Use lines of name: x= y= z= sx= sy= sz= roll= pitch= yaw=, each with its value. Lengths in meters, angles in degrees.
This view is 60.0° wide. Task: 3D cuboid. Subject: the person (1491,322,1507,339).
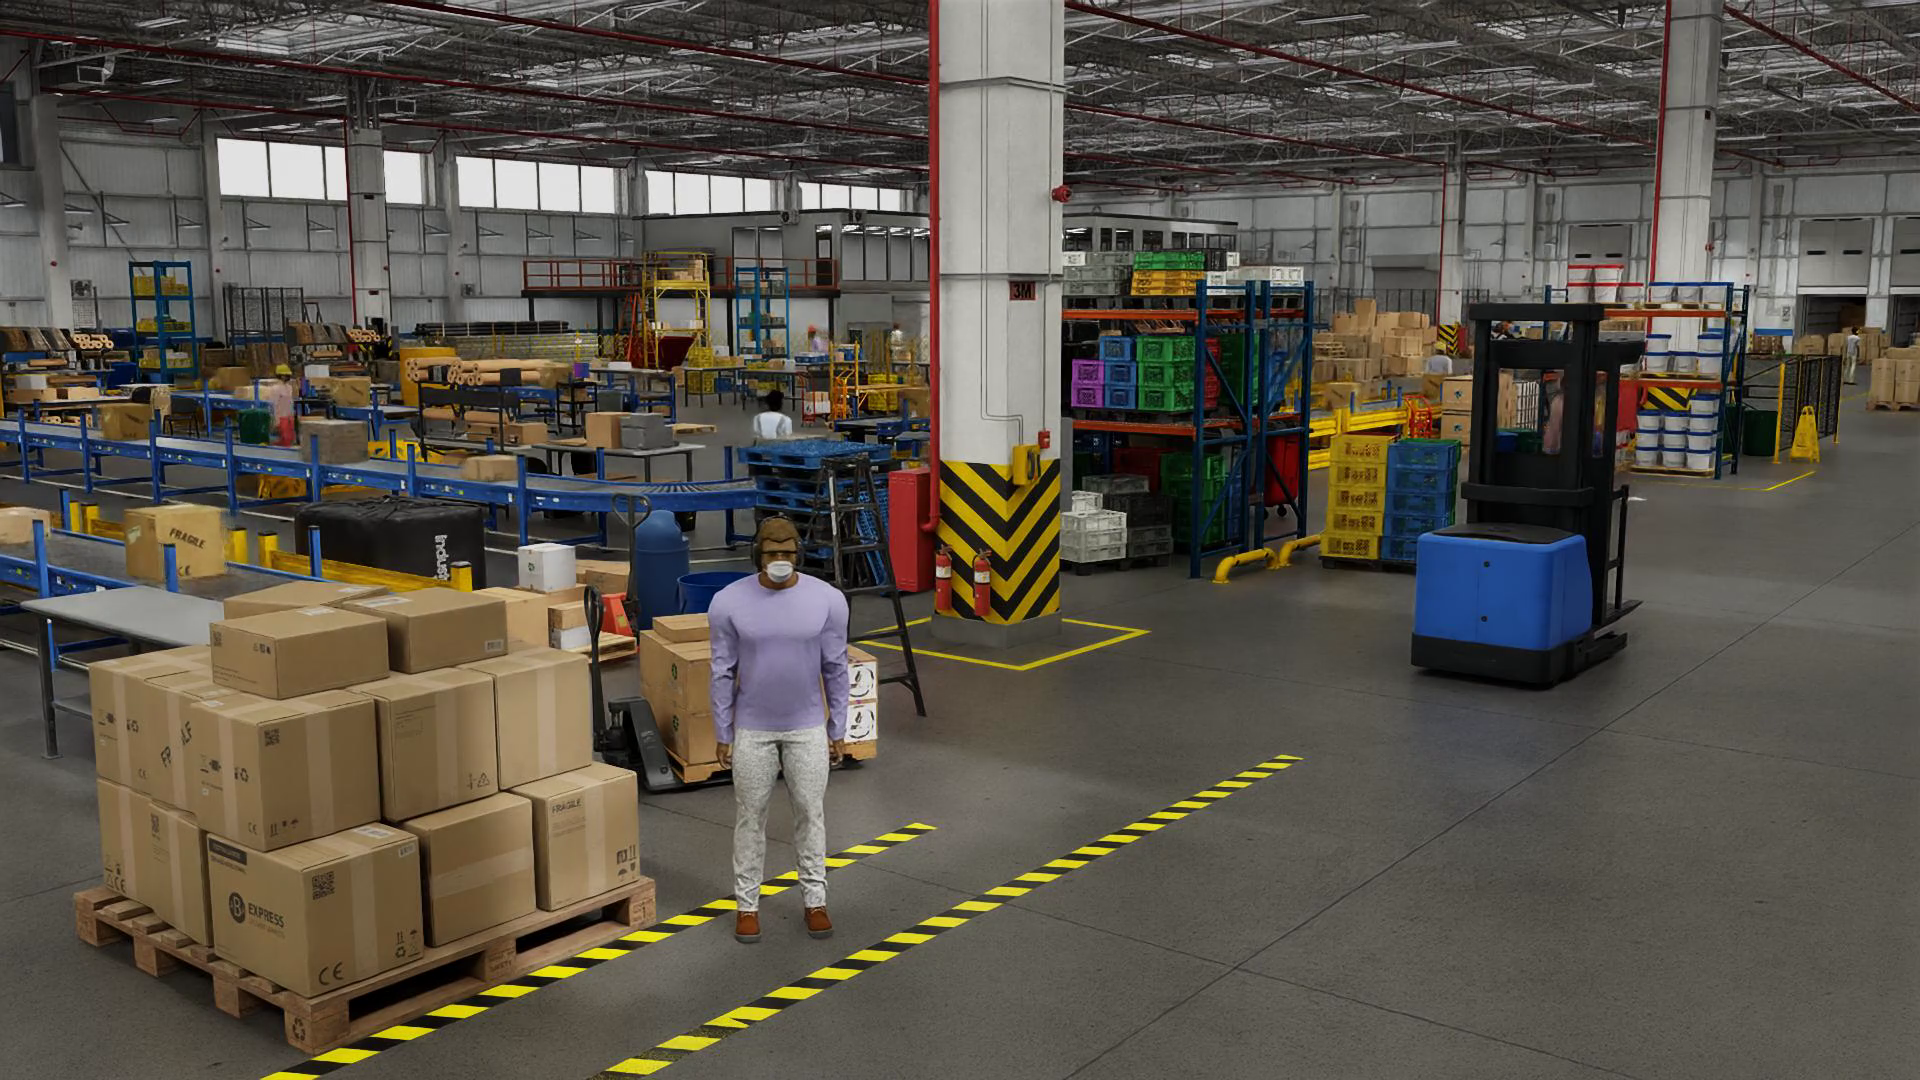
person: x=16.036 y=-5.459 z=49.518 sx=0.539 sy=2.000 sz=0.688 roll=-8 pitch=11 yaw=-41

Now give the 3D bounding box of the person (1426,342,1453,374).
person: x=10.756 y=-3.547 z=37.390 sx=0.598 sy=1.815 sz=0.630 roll=6 pitch=10 yaw=35

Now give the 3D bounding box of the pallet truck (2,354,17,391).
pallet truck: x=-24.881 y=-4.417 z=42.634 sx=1.885 sy=1.965 sz=0.823 roll=8 pitch=11 yaw=41

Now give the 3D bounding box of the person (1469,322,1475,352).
person: x=25.041 y=-10.035 z=80.820 sx=0.618 sy=1.891 sz=0.986 roll=-6 pitch=10 yaw=-34

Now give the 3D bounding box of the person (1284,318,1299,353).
person: x=16.036 y=-9.909 z=80.288 sx=0.663 sy=1.802 sz=0.889 roll=-1 pitch=8 yaw=-6

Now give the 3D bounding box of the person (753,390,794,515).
person: x=-2.303 y=-1.064 z=21.111 sx=0.549 sy=1.663 sz=0.750 roll=3 pitch=9 yaw=22

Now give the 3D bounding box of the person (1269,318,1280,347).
person: x=16.502 y=-11.054 z=87.603 sx=1.006 sy=1.949 sz=0.627 roll=6 pitch=10 yaw=33

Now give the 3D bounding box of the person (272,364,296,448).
person: x=-11.178 y=-2.025 z=27.361 sx=0.597 sy=1.748 sz=0.529 roll=1 pitch=9 yaw=9

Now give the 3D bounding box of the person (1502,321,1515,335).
person: x=24.146 y=-8.924 z=73.297 sx=0.589 sy=1.913 sz=0.641 roll=7 pitch=11 yaw=40

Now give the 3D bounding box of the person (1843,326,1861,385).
person: x=28.255 y=-5.829 z=52.640 sx=0.330 sy=1.861 sz=0.497 roll=-4 pitch=9 yaw=-23

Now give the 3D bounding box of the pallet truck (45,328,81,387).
pallet truck: x=-23.775 y=-4.544 z=43.495 sx=1.885 sy=1.965 sz=0.823 roll=6 pitch=10 yaw=35

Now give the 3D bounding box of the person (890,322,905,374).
person: x=-2.219 y=-6.831 z=59.345 sx=0.685 sy=1.869 sz=0.574 roll=6 pitch=11 yaw=37

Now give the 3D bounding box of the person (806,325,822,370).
person: x=-4.025 y=-5.190 z=47.846 sx=0.827 sy=2.014 sz=0.617 roll=-3 pitch=9 yaw=-21

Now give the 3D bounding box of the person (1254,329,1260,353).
person: x=12.317 y=-8.322 z=69.235 sx=0.553 sy=1.922 sz=0.728 roll=5 pitch=10 yaw=31

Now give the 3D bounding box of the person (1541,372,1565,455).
person: x=8.079 y=-1.306 z=22.186 sx=0.653 sy=1.860 sz=1.046 roll=-7 pitch=11 yaw=-40

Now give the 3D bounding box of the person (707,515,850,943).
person: x=-0.804 y=0.842 z=7.437 sx=0.624 sy=1.931 sz=0.377 roll=-1 pitch=9 yaw=-9

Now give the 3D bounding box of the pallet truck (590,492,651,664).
pallet truck: x=-3.115 y=0.344 z=12.883 sx=0.653 sy=1.274 sz=1.630 roll=7 pitch=11 yaw=37

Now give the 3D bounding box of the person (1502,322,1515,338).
person: x=16.950 y=-5.780 z=51.832 sx=0.623 sy=1.992 sz=0.396 roll=7 pitch=11 yaw=39

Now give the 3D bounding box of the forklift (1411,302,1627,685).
forklift: x=4.379 y=-0.438 z=12.852 sx=1.129 sy=2.768 sz=1.873 roll=7 pitch=11 yaw=37

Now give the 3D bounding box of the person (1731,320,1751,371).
person: x=29.103 y=-7.247 z=61.962 sx=0.645 sy=1.923 sz=0.705 roll=-1 pitch=9 yaw=-10

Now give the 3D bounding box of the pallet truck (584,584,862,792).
pallet truck: x=-1.426 y=0.805 z=10.019 sx=1.601 sy=1.201 sz=0.680 roll=-4 pitch=9 yaw=-26
